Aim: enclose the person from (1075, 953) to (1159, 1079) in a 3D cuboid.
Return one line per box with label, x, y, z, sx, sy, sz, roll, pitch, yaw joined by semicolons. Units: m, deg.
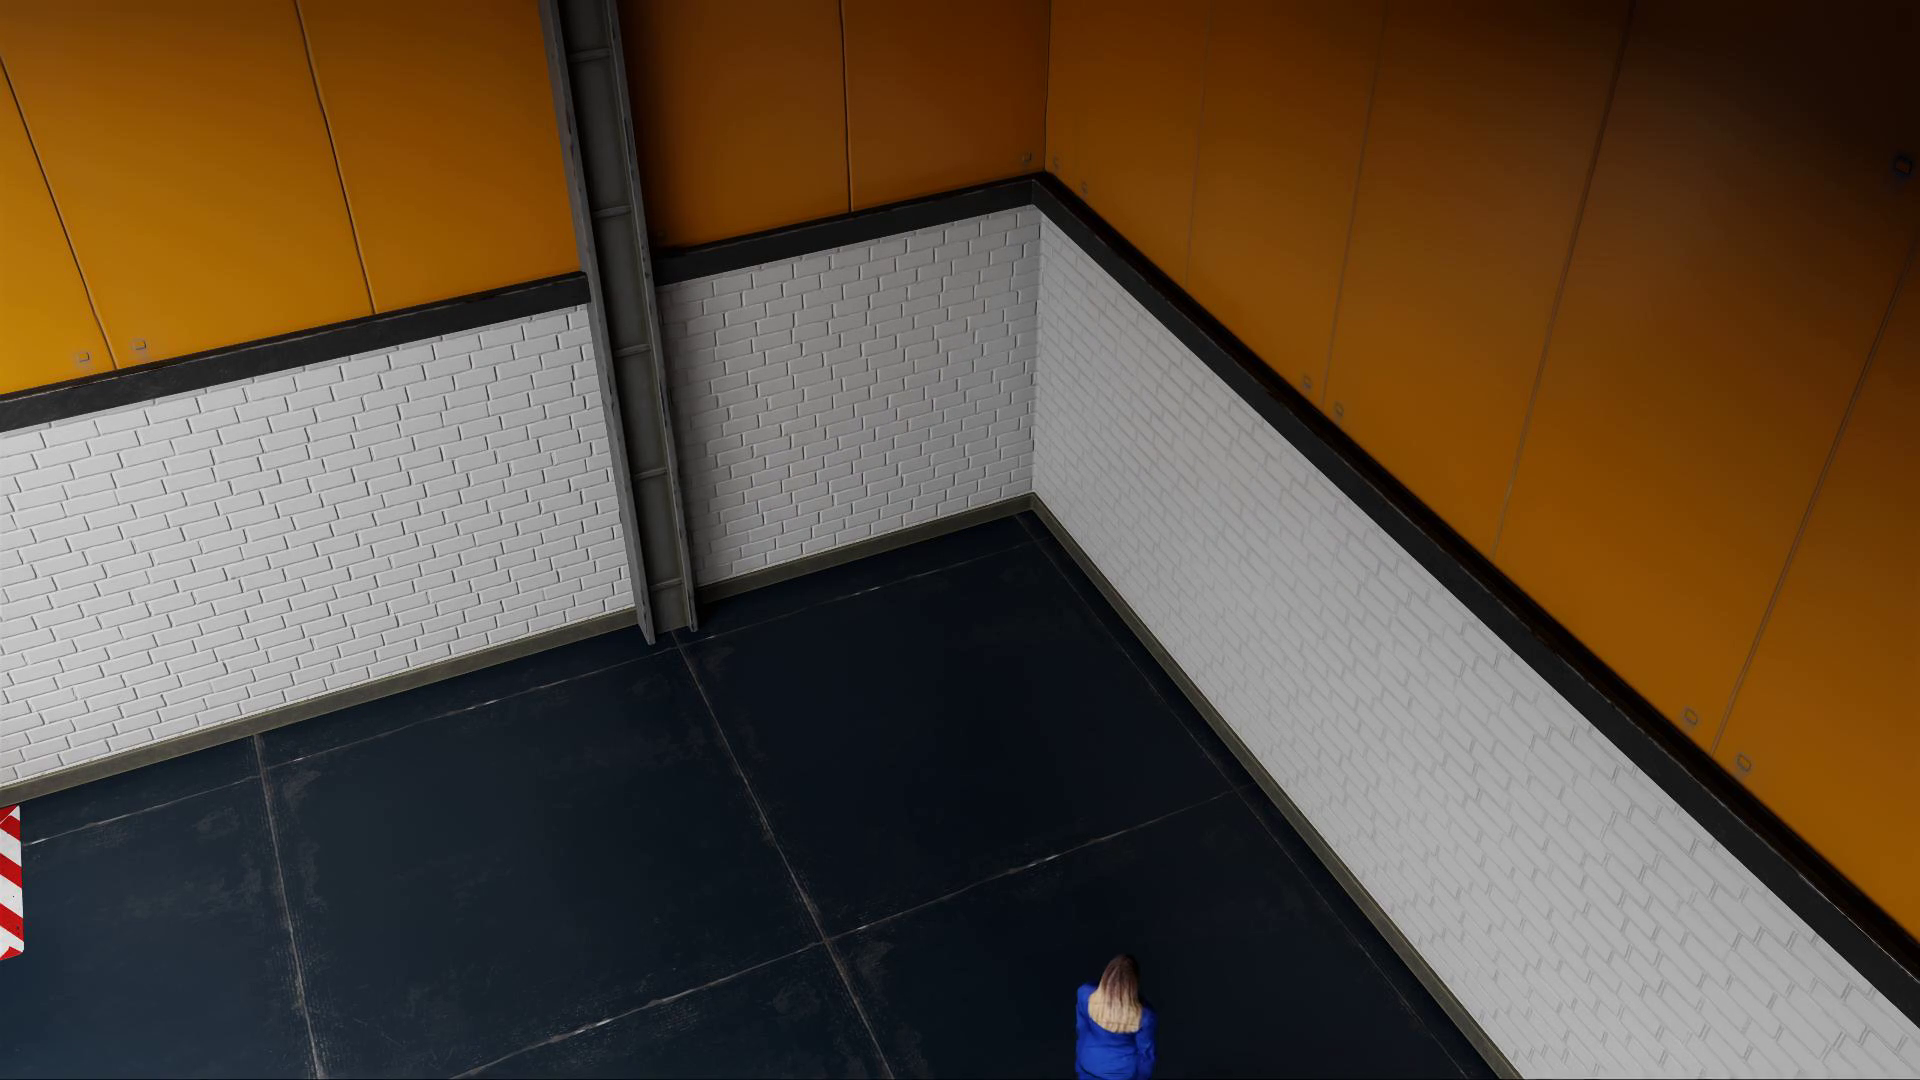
person;0.752;2.787;8.624;0.840;1.686;0.899;12;40;15
